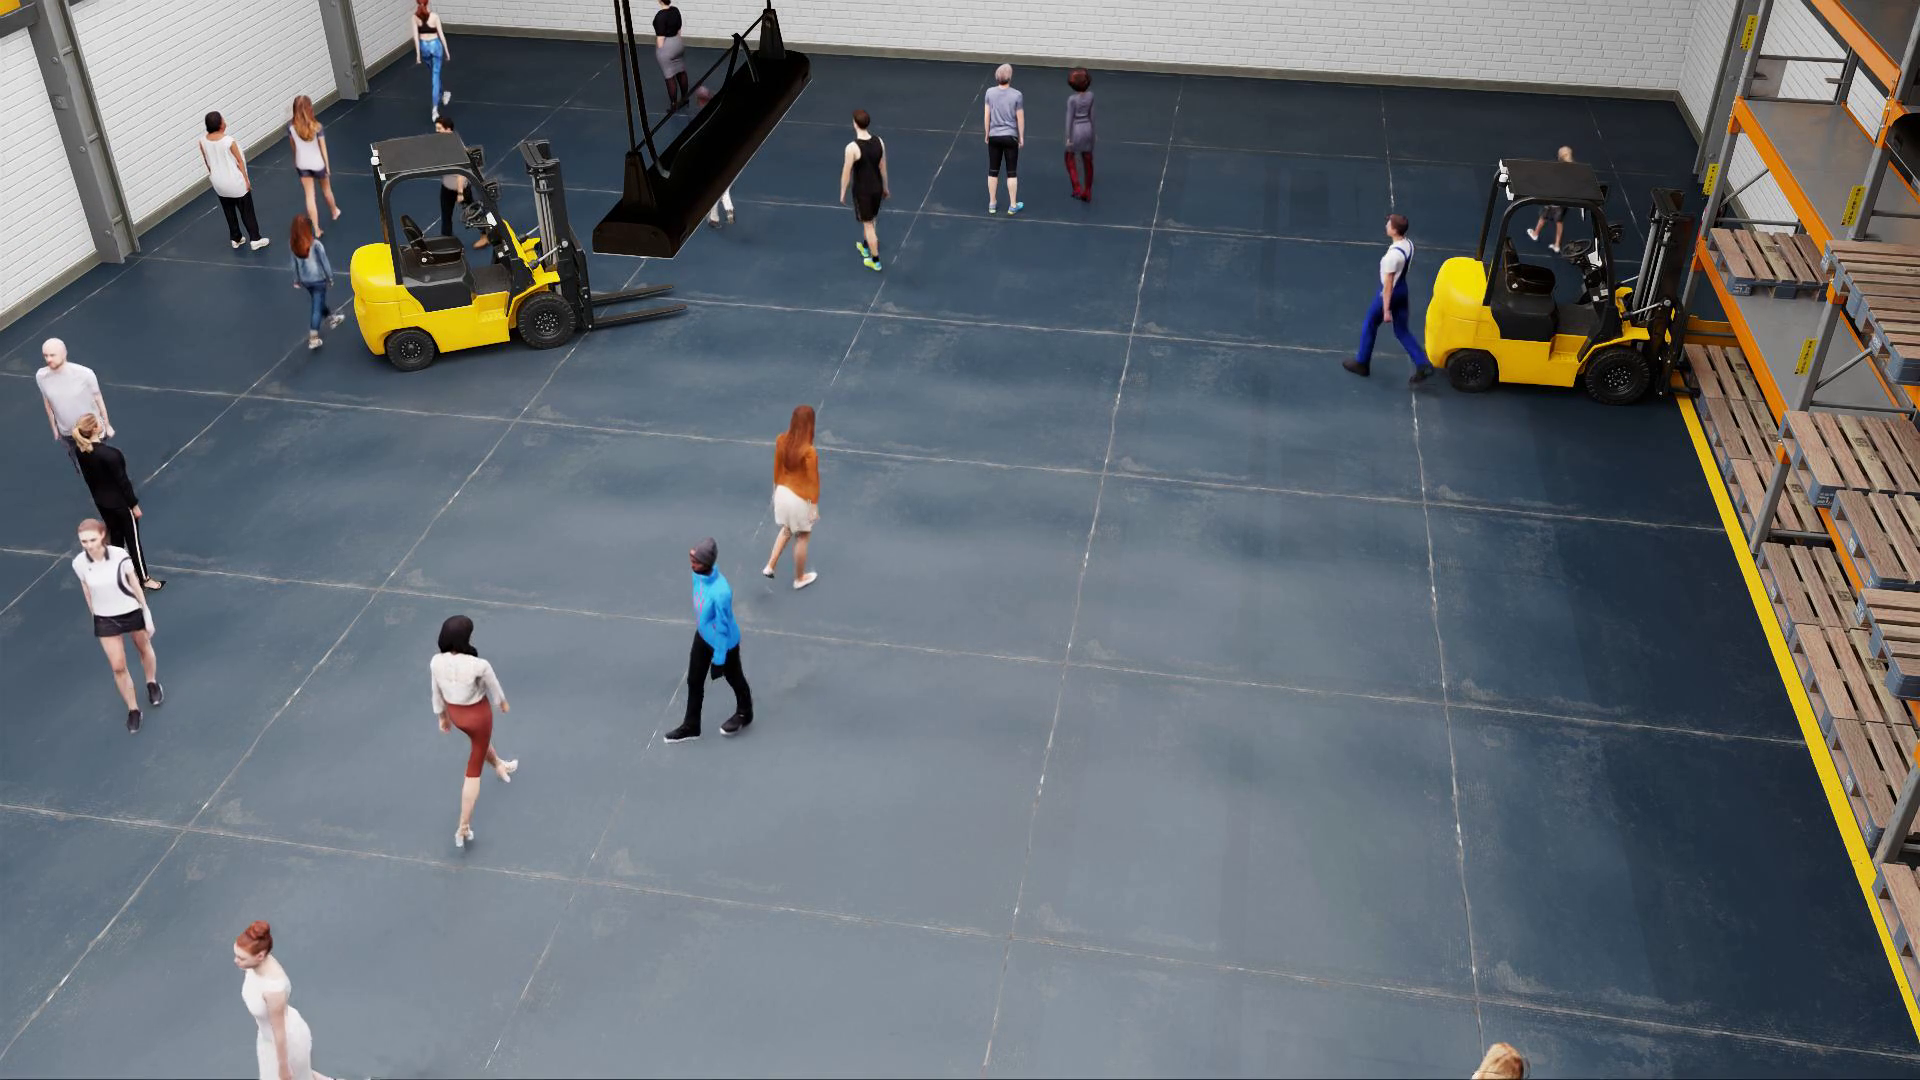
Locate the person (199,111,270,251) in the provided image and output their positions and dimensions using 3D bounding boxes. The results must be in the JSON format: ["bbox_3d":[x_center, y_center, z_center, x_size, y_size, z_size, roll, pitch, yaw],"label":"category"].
[{"bbox_3d":[-8.749,-4.323,19.958,0.667,1.687,0.625,9,35,13],"label":"person"}]

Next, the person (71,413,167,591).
[{"bbox_3d":[-7.057,-0.296,13.882,0.656,1.707,0.606,12,36,18],"label":"person"}]

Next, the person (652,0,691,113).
[{"bbox_3d":[-4.174,-7.071,24.029,0.816,1.758,0.688,18,38,25],"label":"person"}]

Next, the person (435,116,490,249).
[{"bbox_3d":[-5.928,-4.224,19.816,0.980,1.679,1.194,24,41,32],"label":"person"}]

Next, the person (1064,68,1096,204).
[{"bbox_3d":[1.555,-5.099,21.115,0.748,1.699,0.781,-10,35,-15],"label":"person"}]

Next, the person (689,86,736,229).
[{"bbox_3d":[-2.993,-4.640,20.340,0.881,1.792,0.941,-20,38,-27],"label":"person"}]

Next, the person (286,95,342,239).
[{"bbox_3d":[-7.910,-4.501,20.233,0.845,1.679,1.149,-4,34,-6],"label":"person"}]

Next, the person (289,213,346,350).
[{"bbox_3d":[-6.947,-2.741,17.802,0.579,1.439,0.987,5,34,8],"label":"person"}]

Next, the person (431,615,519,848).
[{"bbox_3d":[-3.381,1.339,11.436,0.690,1.692,1.162,8,34,11],"label":"person"}]

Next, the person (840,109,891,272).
[{"bbox_3d":[-1.031,-4.043,19.376,1.019,1.865,1.077,-22,39,-29],"label":"person"}]

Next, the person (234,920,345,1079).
[{"bbox_3d":[-3.644,2.739,9.246,0.840,1.783,0.771,-27,42,-34],"label":"person"}]

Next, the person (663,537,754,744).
[{"bbox_3d":[-1.709,0.714,12.308,1.055,1.768,0.966,-25,41,-33],"label":"person"}]

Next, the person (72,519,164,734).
[{"bbox_3d":[-6.350,0.536,12.610,0.832,1.730,0.943,-15,36,-21],"label":"person"}]

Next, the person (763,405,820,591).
[{"bbox_3d":[-1.434,-0.303,13.903,0.847,1.696,0.941,24,40,31],"label":"person"}]

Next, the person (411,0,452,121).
[{"bbox_3d":[-7.547,-6.866,23.746,0.765,1.729,1.280,-1,34,-1],"label":"person"}]

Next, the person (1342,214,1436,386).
[{"bbox_3d":[4.495,-2.424,16.983,1.144,1.819,1.231,28,43,36],"label":"person"}]

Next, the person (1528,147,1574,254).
[{"bbox_3d":[7.204,-4.065,19.964,0.663,1.251,0.867,-5,34,-7],"label":"person"}]

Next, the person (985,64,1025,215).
[{"bbox_3d":[0.548,-5.025,20.834,0.679,1.888,0.606,9,35,14],"label":"person"}]

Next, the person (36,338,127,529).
[{"bbox_3d":[-7.791,-1.021,14.882,0.781,1.807,1.089,-2,34,-2],"label":"person"}]
